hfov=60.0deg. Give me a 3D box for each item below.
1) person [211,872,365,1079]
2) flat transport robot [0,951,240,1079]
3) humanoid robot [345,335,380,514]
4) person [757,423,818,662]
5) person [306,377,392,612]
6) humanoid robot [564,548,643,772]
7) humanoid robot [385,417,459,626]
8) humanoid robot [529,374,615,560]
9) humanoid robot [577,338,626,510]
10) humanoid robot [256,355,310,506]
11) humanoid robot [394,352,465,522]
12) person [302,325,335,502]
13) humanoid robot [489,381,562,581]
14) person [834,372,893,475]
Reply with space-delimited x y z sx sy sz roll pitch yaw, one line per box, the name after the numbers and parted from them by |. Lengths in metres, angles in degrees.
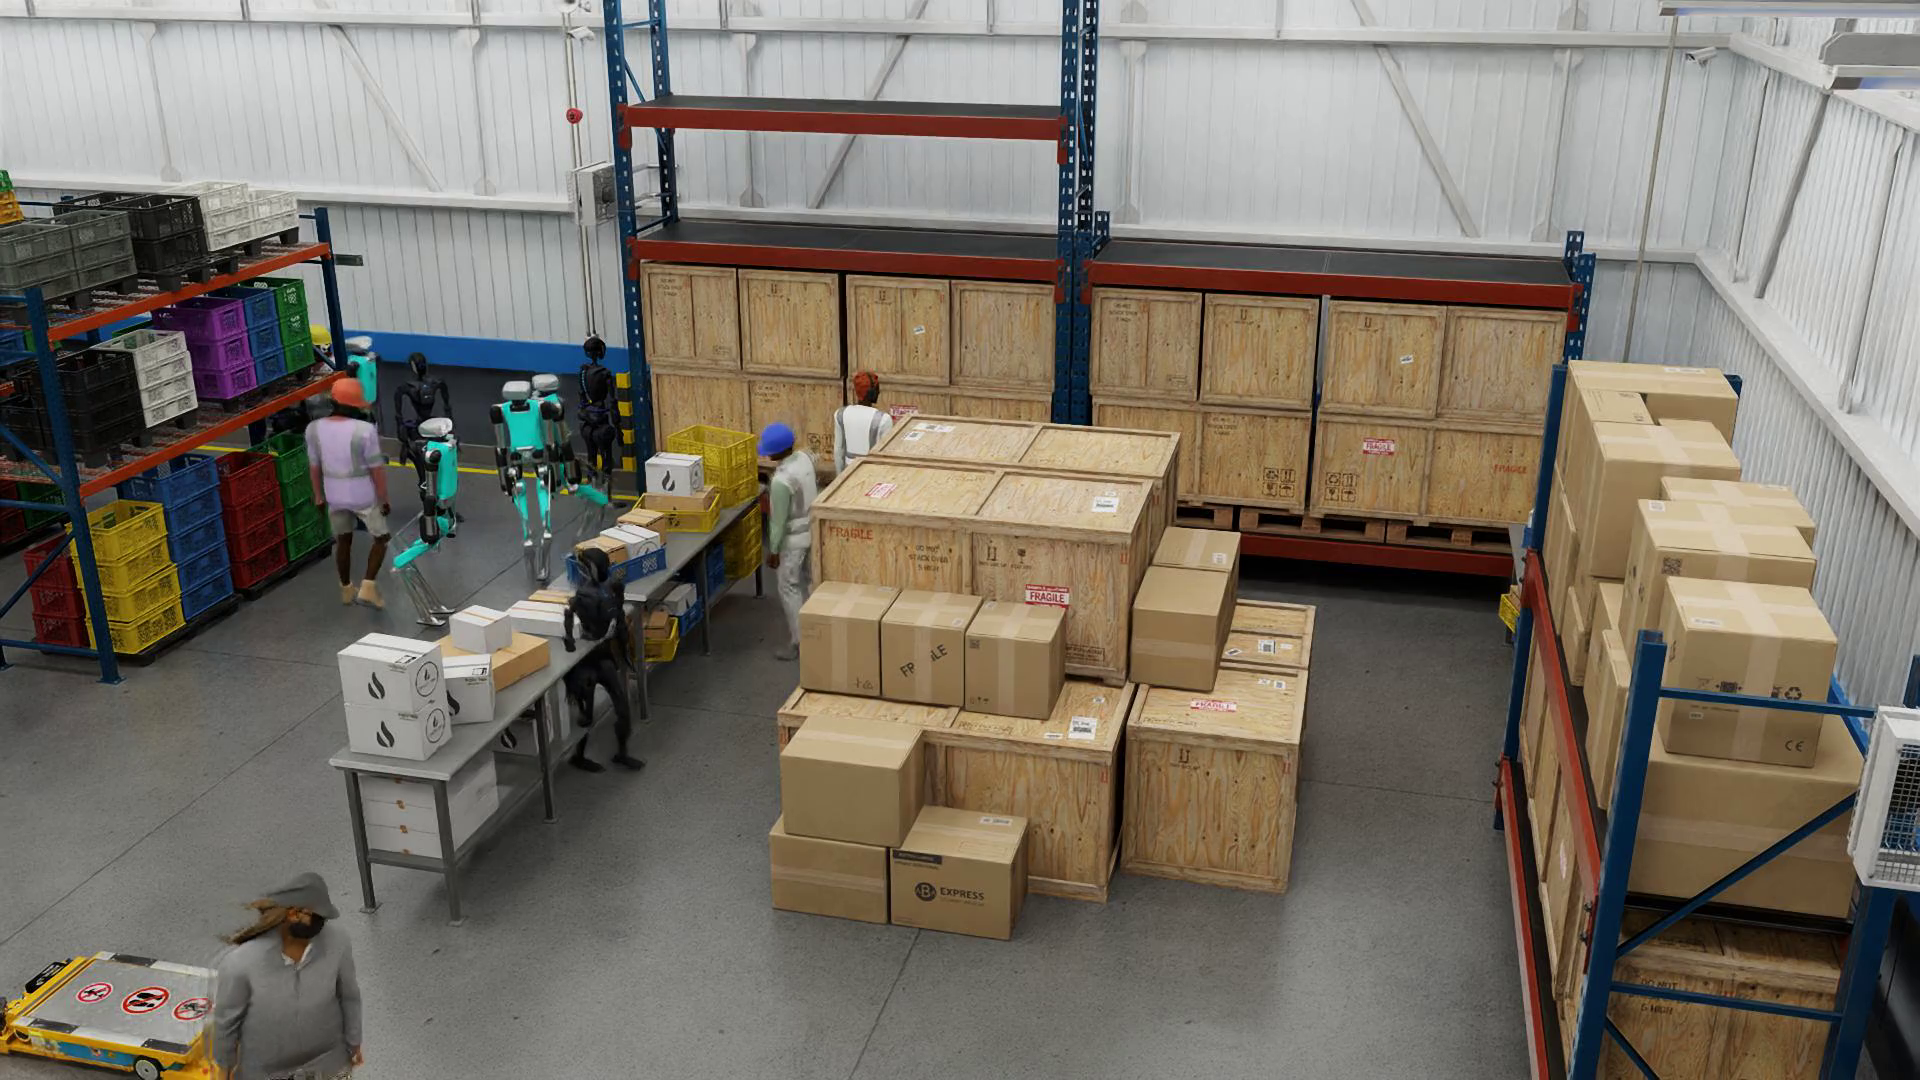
-2.934 2.230 7.165 0.724 1.728 0.364 -14 25 -32 | person
-4.270 2.464 8.601 1.431 0.231 0.659 5 22 13 | flat transport robot
-5.812 -1.037 15.759 0.687 1.833 0.551 3 21 8 | humanoid robot
-1.247 -0.040 12.875 0.379 1.908 0.749 7 22 18 | person
-4.968 -0.340 13.533 0.638 2.006 0.560 2 21 6 | person
-2.414 0.795 11.006 0.568 1.633 0.591 12 24 29 | humanoid robot
-4.315 -0.154 13.255 0.737 1.689 0.530 1 21 4 | humanoid robot
-3.338 -0.624 14.654 0.774 1.792 0.542 -15 25 -34 | humanoid robot
-3.480 -1.131 16.011 0.599 1.657 0.315 19 28 40 | humanoid robot
-6.462 -1.066 15.920 0.619 1.643 0.585 12 24 29 | humanoid robot
-4.966 -0.937 15.507 0.585 1.649 0.364 -18 28 -39 | humanoid robot
-6.012 -1.155 15.875 0.598 1.829 0.404 19 28 40 | person
-3.662 -0.403 14.099 0.553 1.823 0.744 -3 21 -8 | humanoid robot
-0.787 -0.507 14.111 0.572 1.884 0.360 11 24 27 | person
